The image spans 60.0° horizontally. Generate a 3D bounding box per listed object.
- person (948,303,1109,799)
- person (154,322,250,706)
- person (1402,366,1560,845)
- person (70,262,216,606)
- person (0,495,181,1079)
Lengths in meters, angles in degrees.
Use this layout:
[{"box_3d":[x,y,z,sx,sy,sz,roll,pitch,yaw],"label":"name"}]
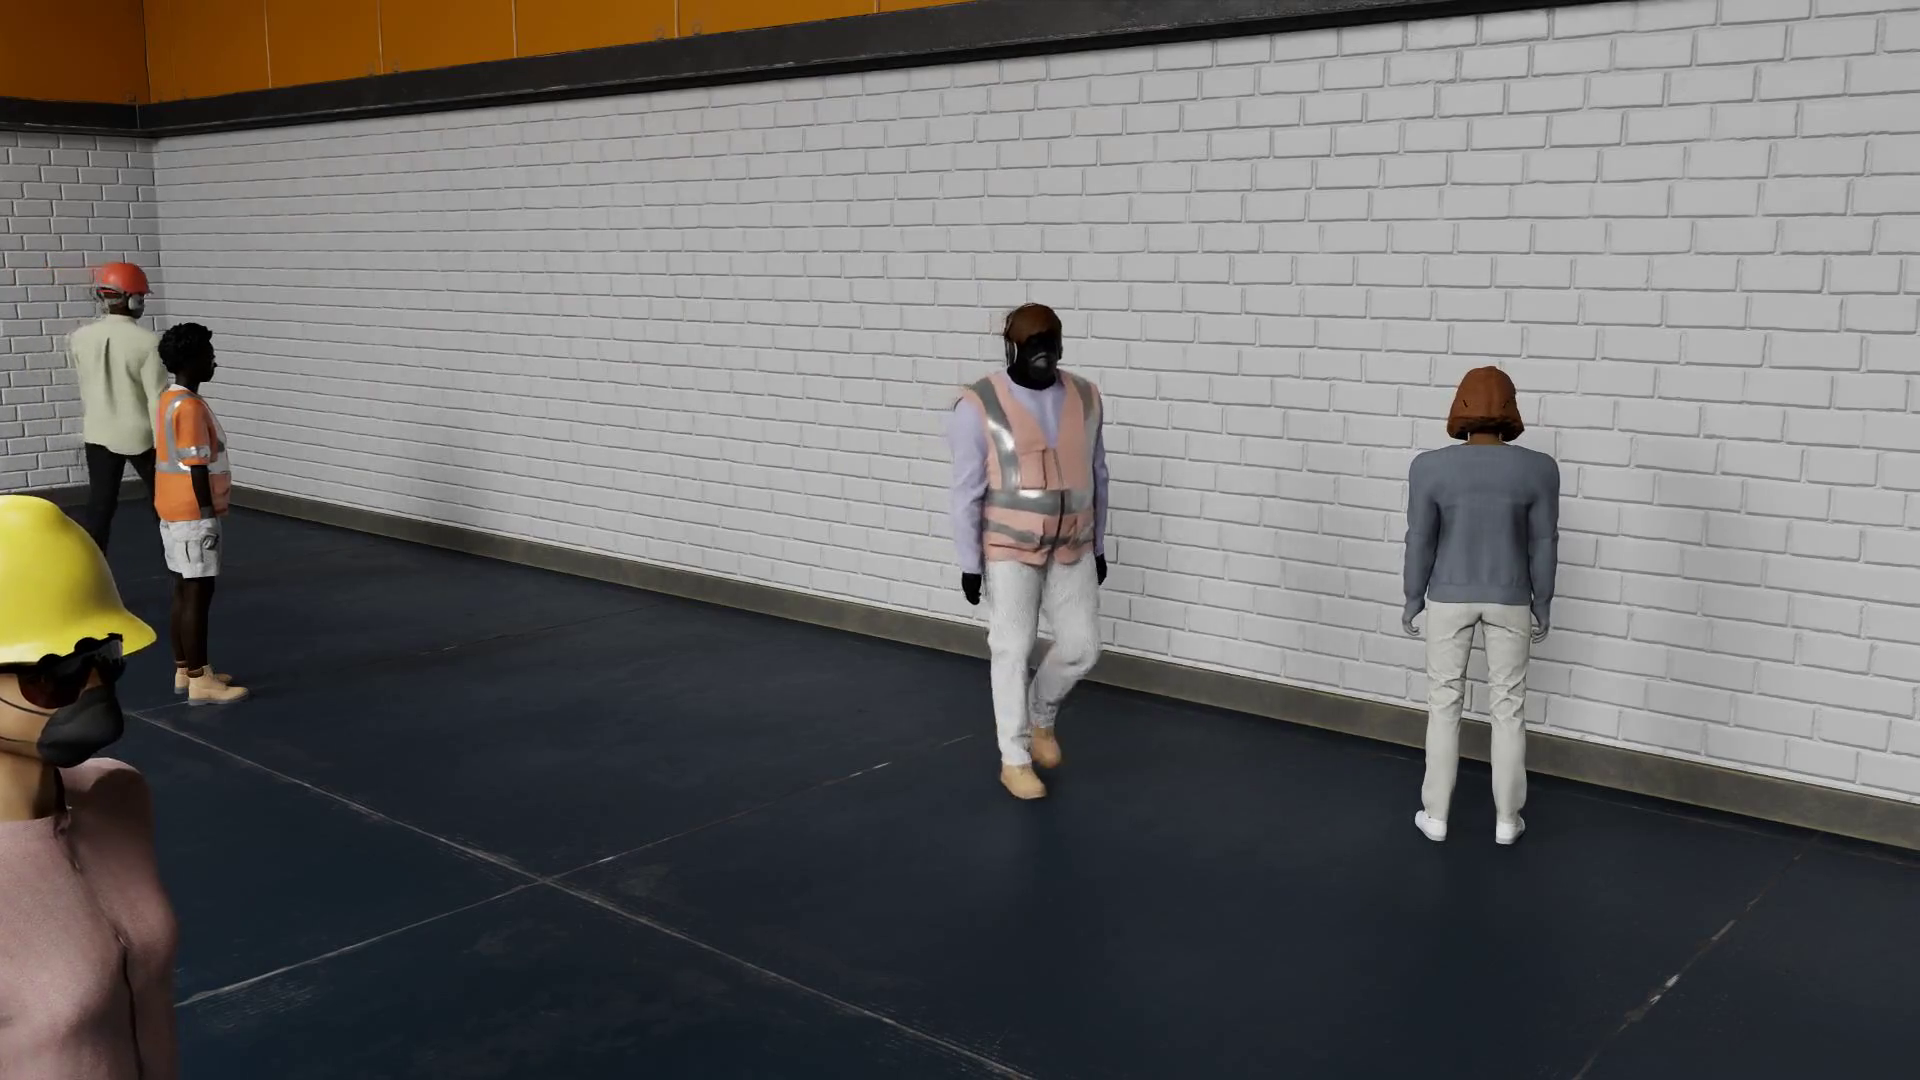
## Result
[{"box_3d":[0.270,0.042,6.156,0.647,1.824,0.441,-4,11,-24],"label":"person"},{"box_3d":[-3.411,-0.117,7.426,0.317,1.695,0.540,-7,12,-34],"label":"person"},{"box_3d":[1.757,0.226,5.652,0.498,1.633,0.284,2,10,13],"label":"person"},{"box_3d":[-4.715,-0.598,9.476,0.609,1.940,1.030,1,10,6],"label":"person"},{"box_3d":[-0.998,0.826,1.860,0.312,1.769,0.522,0,10,1],"label":"person"}]
